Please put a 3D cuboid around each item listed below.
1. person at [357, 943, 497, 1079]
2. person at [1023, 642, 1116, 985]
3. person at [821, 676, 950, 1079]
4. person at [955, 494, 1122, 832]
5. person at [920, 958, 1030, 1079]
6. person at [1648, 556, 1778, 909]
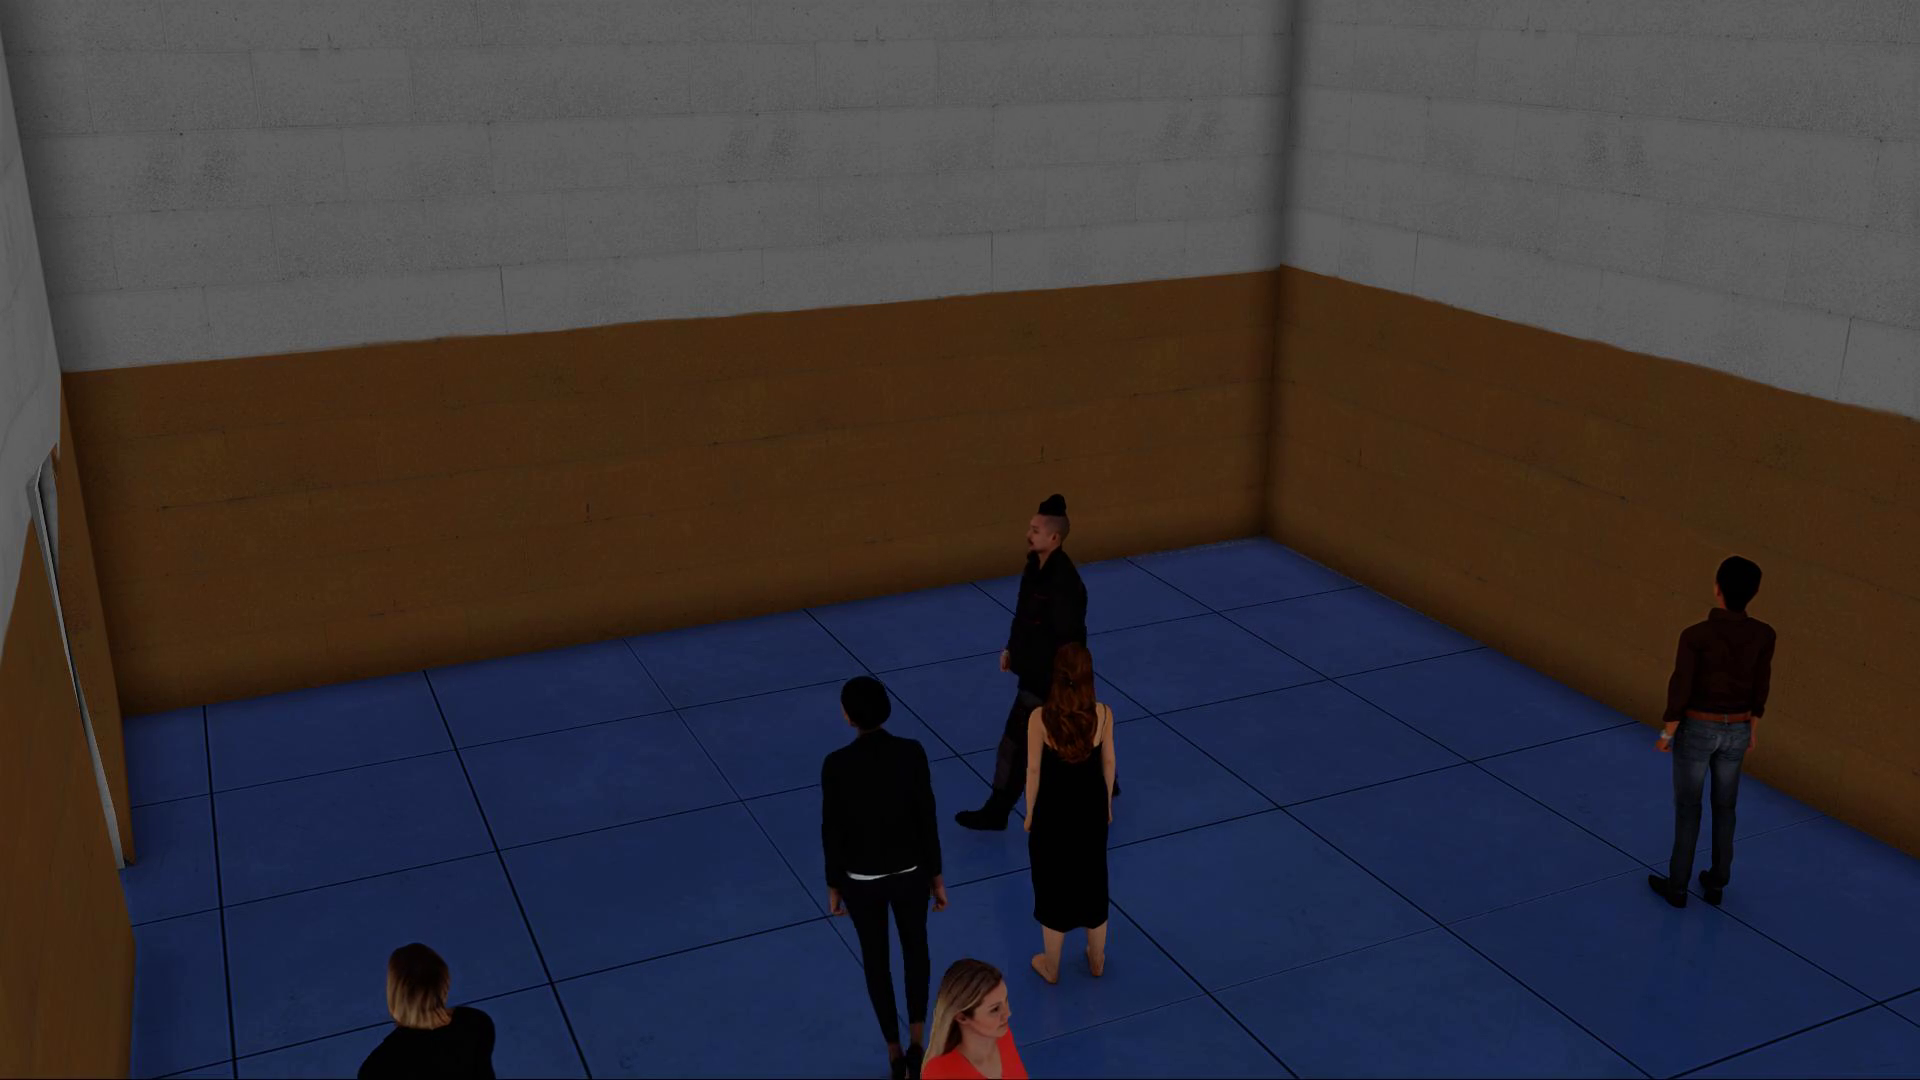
[{"bbox_3d":[-1.571,1.969,5.066,0.731,1.671,0.602,16,24,39],"label":"person"},{"bbox_3d":[0.488,1.213,7.382,0.573,1.624,0.679,-3,19,-10],"label":"person"},{"bbox_3d":[-0.281,1.418,6.469,0.803,1.819,0.827,-2,19,-7],"label":"person"},{"bbox_3d":[0.540,0.656,8.691,1.270,1.821,0.988,-3,19,-9],"label":"person"},{"bbox_3d":[-0.045,1.988,4.994,0.757,1.682,0.674,13,23,34],"label":"person"},{"bbox_3d":[3.621,0.945,7.987,0.598,1.746,0.770,-1,19,-4],"label":"person"}]
